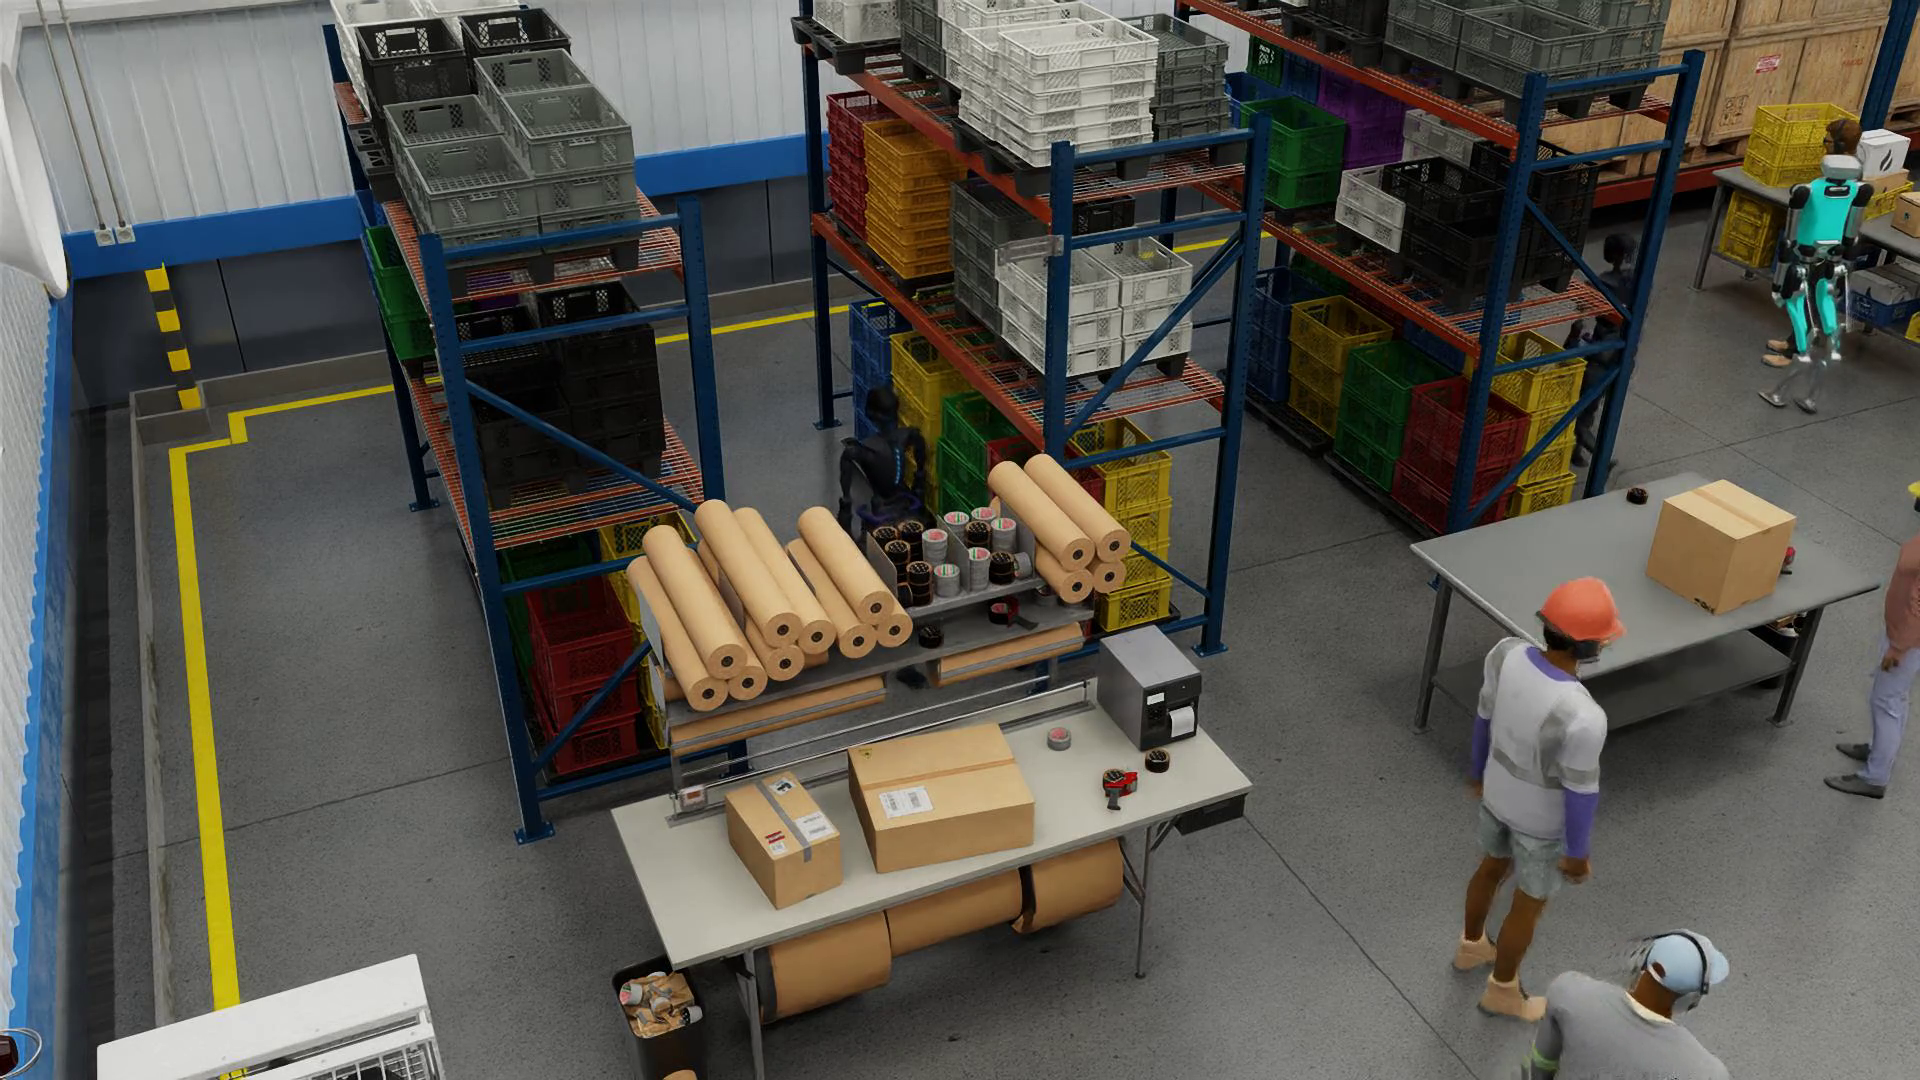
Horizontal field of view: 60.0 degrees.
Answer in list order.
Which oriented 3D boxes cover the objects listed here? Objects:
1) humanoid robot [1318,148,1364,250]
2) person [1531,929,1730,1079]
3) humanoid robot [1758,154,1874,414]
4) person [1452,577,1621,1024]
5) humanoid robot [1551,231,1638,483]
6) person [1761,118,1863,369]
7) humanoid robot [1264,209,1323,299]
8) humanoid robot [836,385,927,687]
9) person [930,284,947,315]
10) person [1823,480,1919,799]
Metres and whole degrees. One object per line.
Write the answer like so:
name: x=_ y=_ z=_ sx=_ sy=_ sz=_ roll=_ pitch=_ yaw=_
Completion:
humanoid robot: x=2.926 y=-2.391 z=12.521 sx=0.596 sy=1.633 sz=0.633 roll=-24 pitch=39 yaw=-34
person: x=2.081 y=1.956 z=5.351 sx=0.612 sy=1.786 sz=0.842 roll=25 pitch=39 yaw=34
humanoid robot: x=5.819 y=-1.653 z=11.231 sx=0.544 sy=1.783 sz=0.680 roll=0 pitch=32 yaw=-1
person: x=2.293 y=1.045 z=6.604 sx=0.398 sy=2.031 sz=0.663 roll=-12 pitch=34 yaw=-19
humanoid robot: x=4.110 y=-1.146 z=10.499 sx=0.587 sy=1.633 sz=0.600 roll=-13 pitch=34 yaw=-20
person: x=6.137 y=-2.100 z=11.884 sx=0.347 sy=1.838 sz=0.505 roll=19 pitch=36 yaw=28
humanoid robot: x=2.797 y=-2.609 z=12.921 sx=0.752 sy=1.620 sz=0.591 roll=-7 pitch=32 yaw=-11
humanoid robot: x=-0.400 y=-0.042 z=8.750 sx=0.603 sy=1.633 sz=0.788 roll=-21 pitch=37 yaw=-30
person: x=-0.010 y=-2.459 z=12.465 sx=0.524 sy=1.838 sz=0.872 roll=-13 pitch=34 yaw=-20
person: x=4.469 y=0.416 z=7.880 sx=0.346 sy=1.757 sz=0.523 roll=18 pitch=36 yaw=27
